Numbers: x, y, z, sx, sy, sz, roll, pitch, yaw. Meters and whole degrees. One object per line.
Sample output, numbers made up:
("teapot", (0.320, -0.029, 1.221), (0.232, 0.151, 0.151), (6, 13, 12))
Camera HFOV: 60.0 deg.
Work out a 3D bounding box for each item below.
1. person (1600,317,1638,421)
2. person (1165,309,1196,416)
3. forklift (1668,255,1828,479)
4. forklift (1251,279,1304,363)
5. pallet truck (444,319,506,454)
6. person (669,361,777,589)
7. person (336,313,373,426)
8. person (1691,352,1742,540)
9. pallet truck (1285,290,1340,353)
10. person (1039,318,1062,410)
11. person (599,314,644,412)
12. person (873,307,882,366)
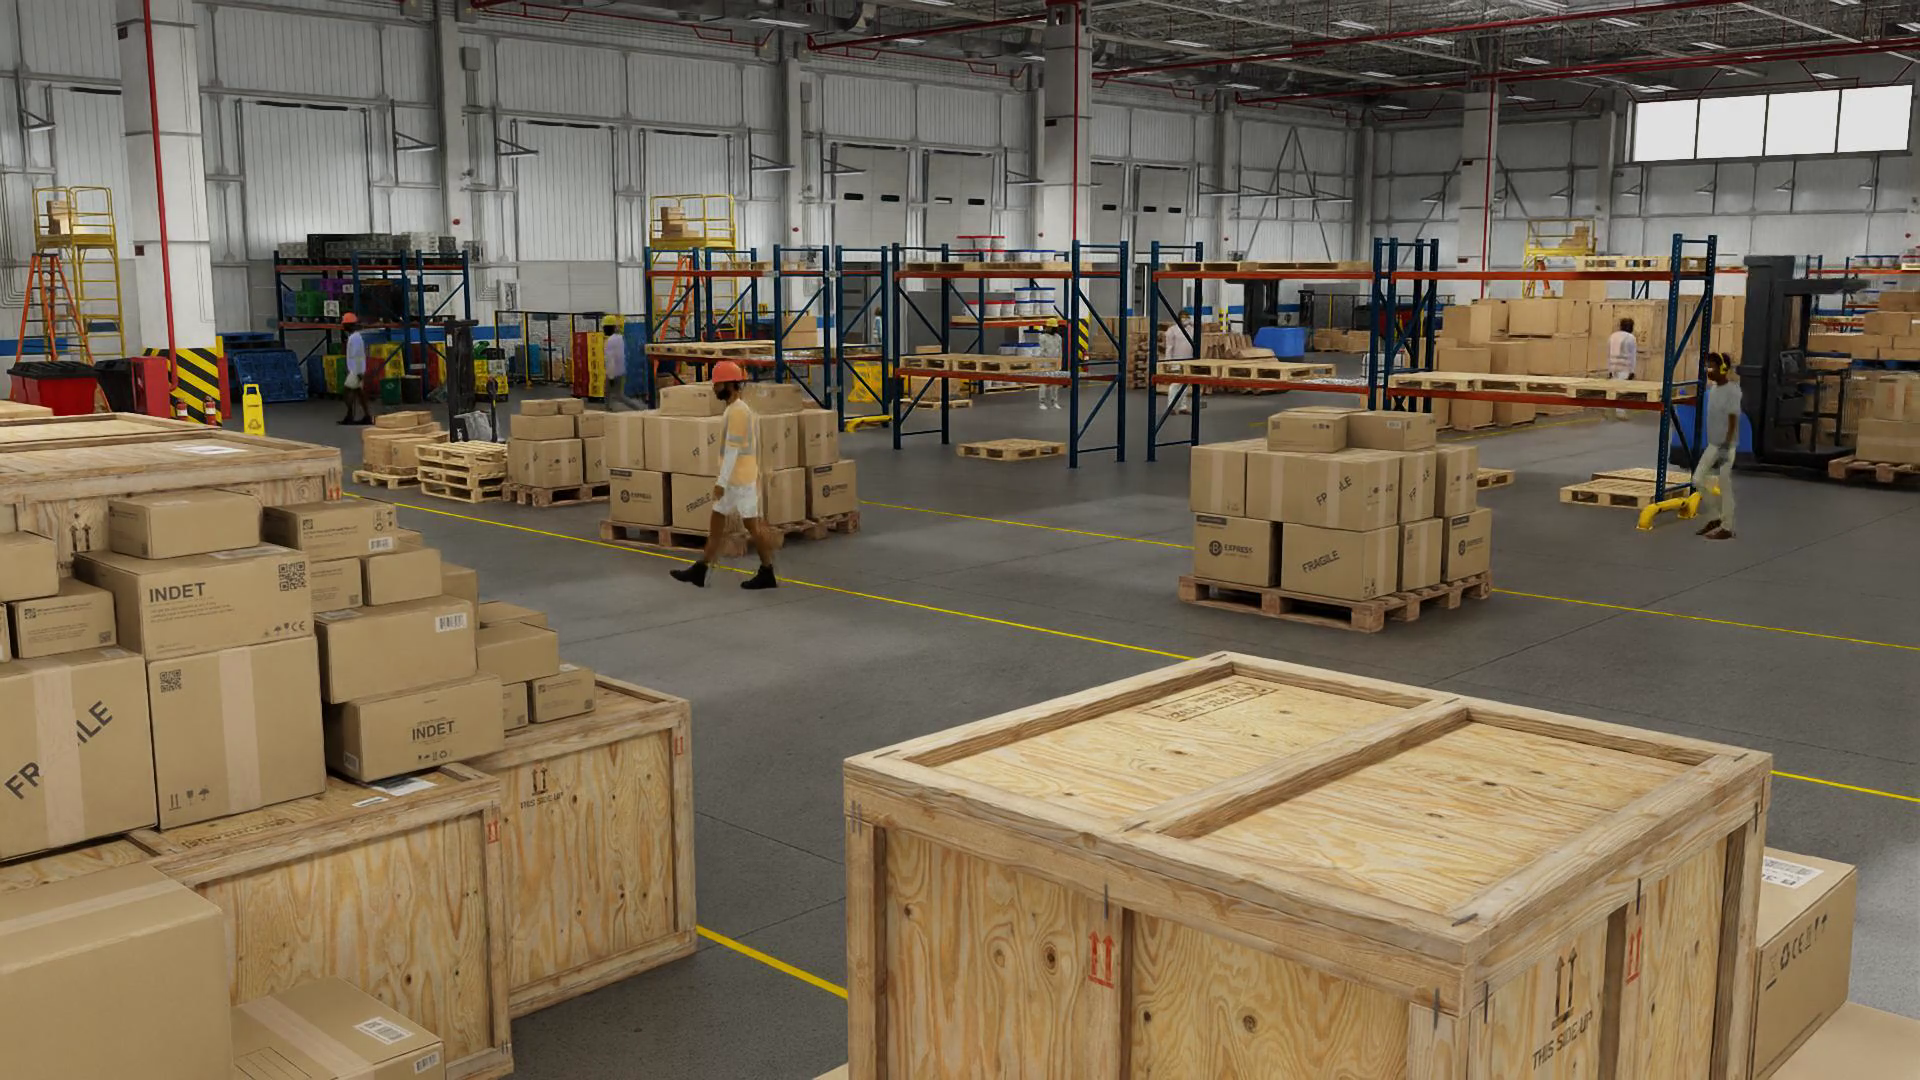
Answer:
("person", (11.436, -2.953, 28.878), (0.659, 1.827, 0.634), (-2, 10, -15))
("person", (4.015, -3.215, 30.177), (0.642, 1.930, 0.379), (-5, 10, -28))
("forklift", (10.395, -2.286, 21.561), (1.873, 2.768, 1.129), (9, 13, 43))
("forklift", (8.301, -6.129, 45.120), (1.873, 2.768, 1.129), (9, 13, 43))
("pallet truck", (-6.981, -1.942, 22.150), (1.885, 1.965, 0.823), (1, 9, 9))
("person", (-1.956, -0.514, 13.698), (0.941, 1.891, 0.570), (-2, 10, -15))
("person", (-10.350, -2.883, 28.180), (0.752, 1.908, 0.568), (-4, 10, -22))
("person", (7.441, -0.908, 16.284), (0.434, 1.846, 0.536), (-2, 10, -13))
("pallet truck", (11.297, -6.951, 52.861), (1.885, 1.965, 0.823), (-5, 11, -29))
("person", (1.731, -3.330, 31.470), (0.488, 1.736, 0.321), (-5, 11, -29))
("person", (-5.722, -2.818, 27.820), (0.730, 1.903, 0.600), (2, 9, 10))
("person", (-2.174, -5.397, 44.466), (0.315, 1.633, 0.521), (-1, 9, -4))
